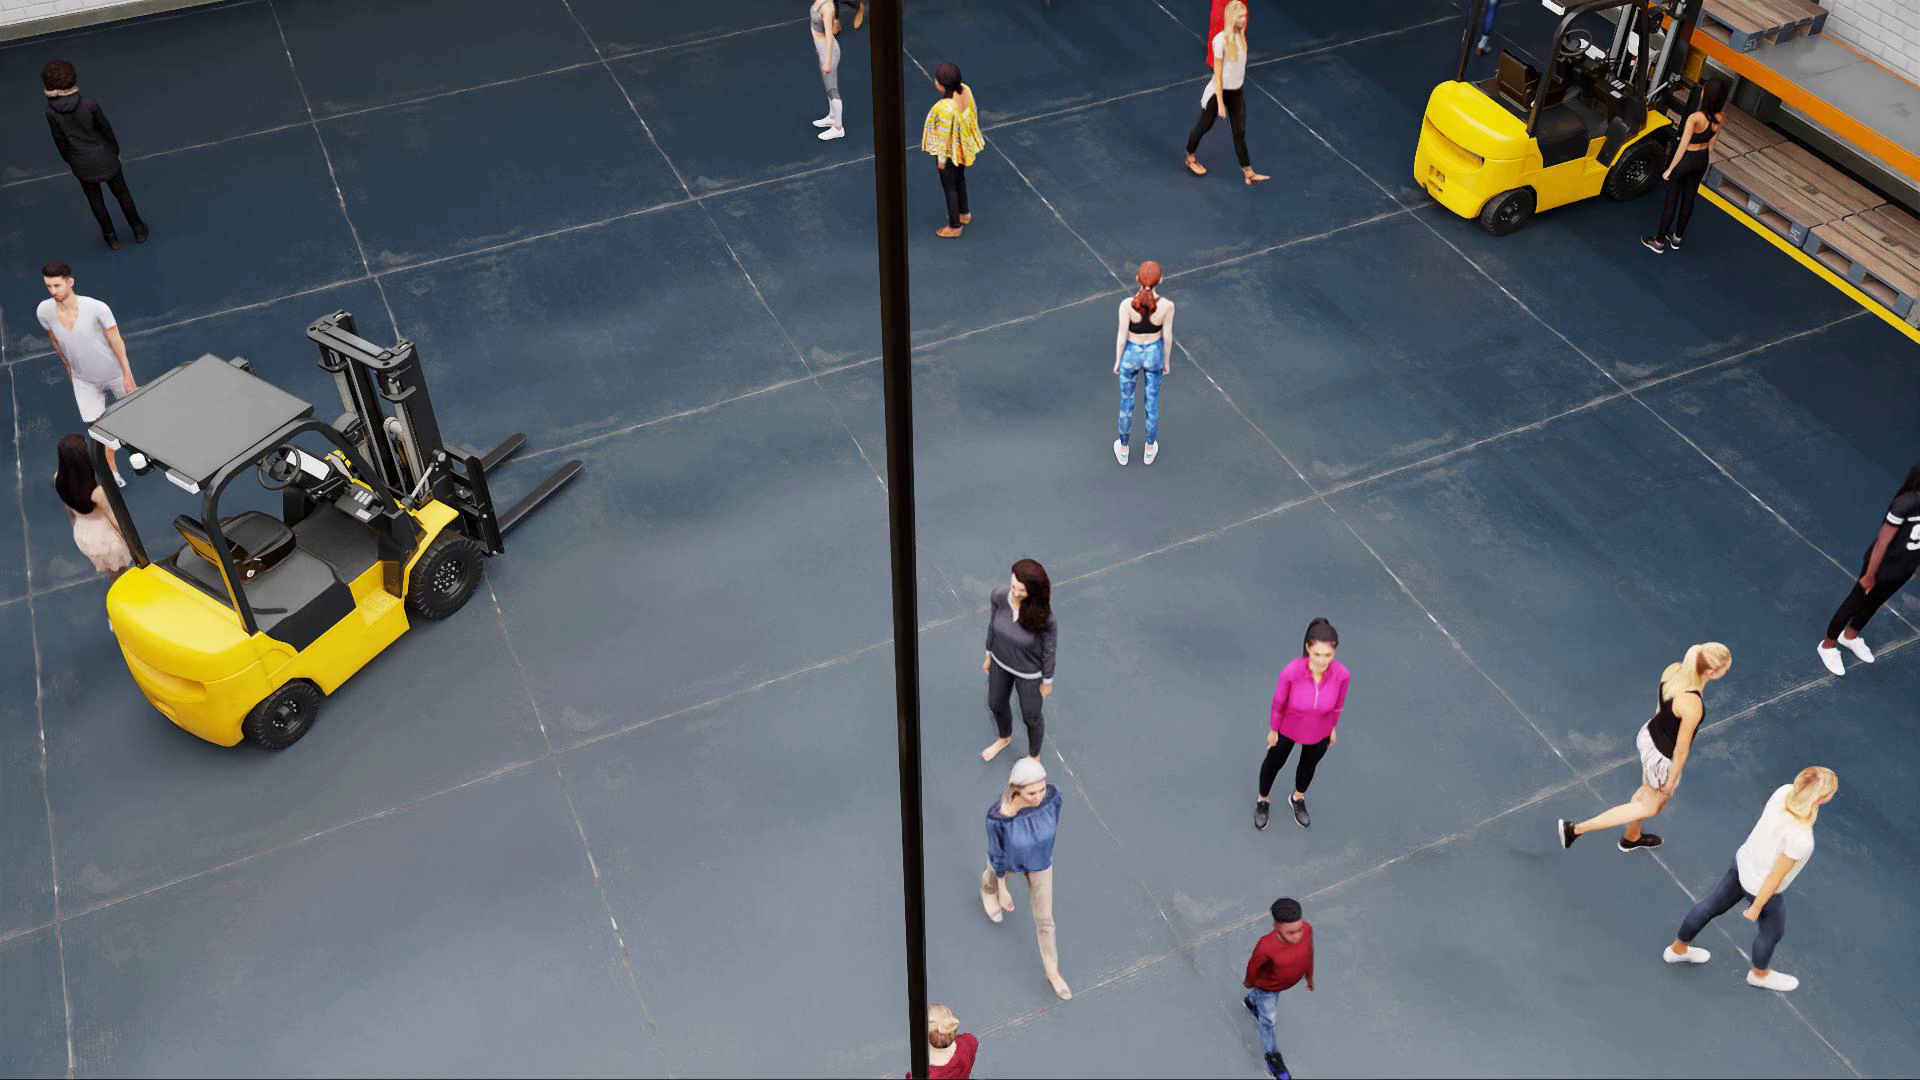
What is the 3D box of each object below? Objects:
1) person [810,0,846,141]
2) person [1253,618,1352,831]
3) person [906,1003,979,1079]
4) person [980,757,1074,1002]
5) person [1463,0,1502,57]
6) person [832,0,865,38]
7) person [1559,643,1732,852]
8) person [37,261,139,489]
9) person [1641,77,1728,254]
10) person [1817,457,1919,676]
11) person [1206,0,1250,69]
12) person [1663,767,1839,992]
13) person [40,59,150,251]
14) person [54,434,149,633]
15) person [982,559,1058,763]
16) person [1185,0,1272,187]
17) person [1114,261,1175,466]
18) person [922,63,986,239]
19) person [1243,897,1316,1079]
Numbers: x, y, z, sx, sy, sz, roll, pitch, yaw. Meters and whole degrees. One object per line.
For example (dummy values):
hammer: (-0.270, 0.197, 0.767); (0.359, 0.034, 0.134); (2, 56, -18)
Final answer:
person: (-1.266, -4.681, 15.982); (0.678, 1.703, 0.556); (-7, 44, -7)
person: (2.043, 1.108, 9.917); (0.668, 1.698, 0.686); (0, 44, 0)
person: (-0.025, 2.886, 8.075); (0.813, 1.654, 1.157); (-29, 51, -27)
person: (0.285, 1.742, 9.289); (0.652, 1.646, 1.154); (-15, 46, -15)
person: (5.523, -5.850, 17.269); (0.734, 1.620, 0.596); (-34, 53, -31)
person: (-1.247, -6.143, 17.521); (0.850, 1.698, 0.894); (26, 50, 25)
person: (3.997, 1.234, 9.683); (0.910, 1.828, 1.007); (1, 44, 1)
person: (-6.366, -1.323, 12.385); (0.976, 1.804, 1.276); (-3, 44, -4)
person: (6.383, -3.277, 14.552); (0.595, 1.643, 0.530); (-11, 45, -12)
person: (6.091, 0.148, 10.885); (0.609, 1.743, 0.566); (-16, 46, -16)
person: (2.714, -5.558, 16.859); (0.782, 1.774, 0.842); (15, 46, 15)
person: (4.254, 1.843, 9.075); (0.951, 1.783, 0.982); (3, 44, 3)
person: (-7.586, -3.359, 14.539); (0.613, 1.780, 0.582); (-17, 46, -17)
person: (-5.729, 0.074, 10.981); (0.704, 1.717, 0.783); (21, 47, 20)
person: (0.363, 0.740, 10.241); (0.673, 1.773, 0.776); (24, 48, 23)
person: (2.340, -4.130, 15.345); (1.226, 1.785, 0.952); (31, 51, 28)
person: (1.350, -1.312, 12.395); (0.663, 1.784, 0.684); (1, 44, 1)
person: (-0.058, -3.459, 14.738); (0.944, 1.650, 0.883); (13, 45, 14)
person: (1.674, 2.292, 9.005); (0.547, 1.232, 0.806); (-23, 48, -22)
